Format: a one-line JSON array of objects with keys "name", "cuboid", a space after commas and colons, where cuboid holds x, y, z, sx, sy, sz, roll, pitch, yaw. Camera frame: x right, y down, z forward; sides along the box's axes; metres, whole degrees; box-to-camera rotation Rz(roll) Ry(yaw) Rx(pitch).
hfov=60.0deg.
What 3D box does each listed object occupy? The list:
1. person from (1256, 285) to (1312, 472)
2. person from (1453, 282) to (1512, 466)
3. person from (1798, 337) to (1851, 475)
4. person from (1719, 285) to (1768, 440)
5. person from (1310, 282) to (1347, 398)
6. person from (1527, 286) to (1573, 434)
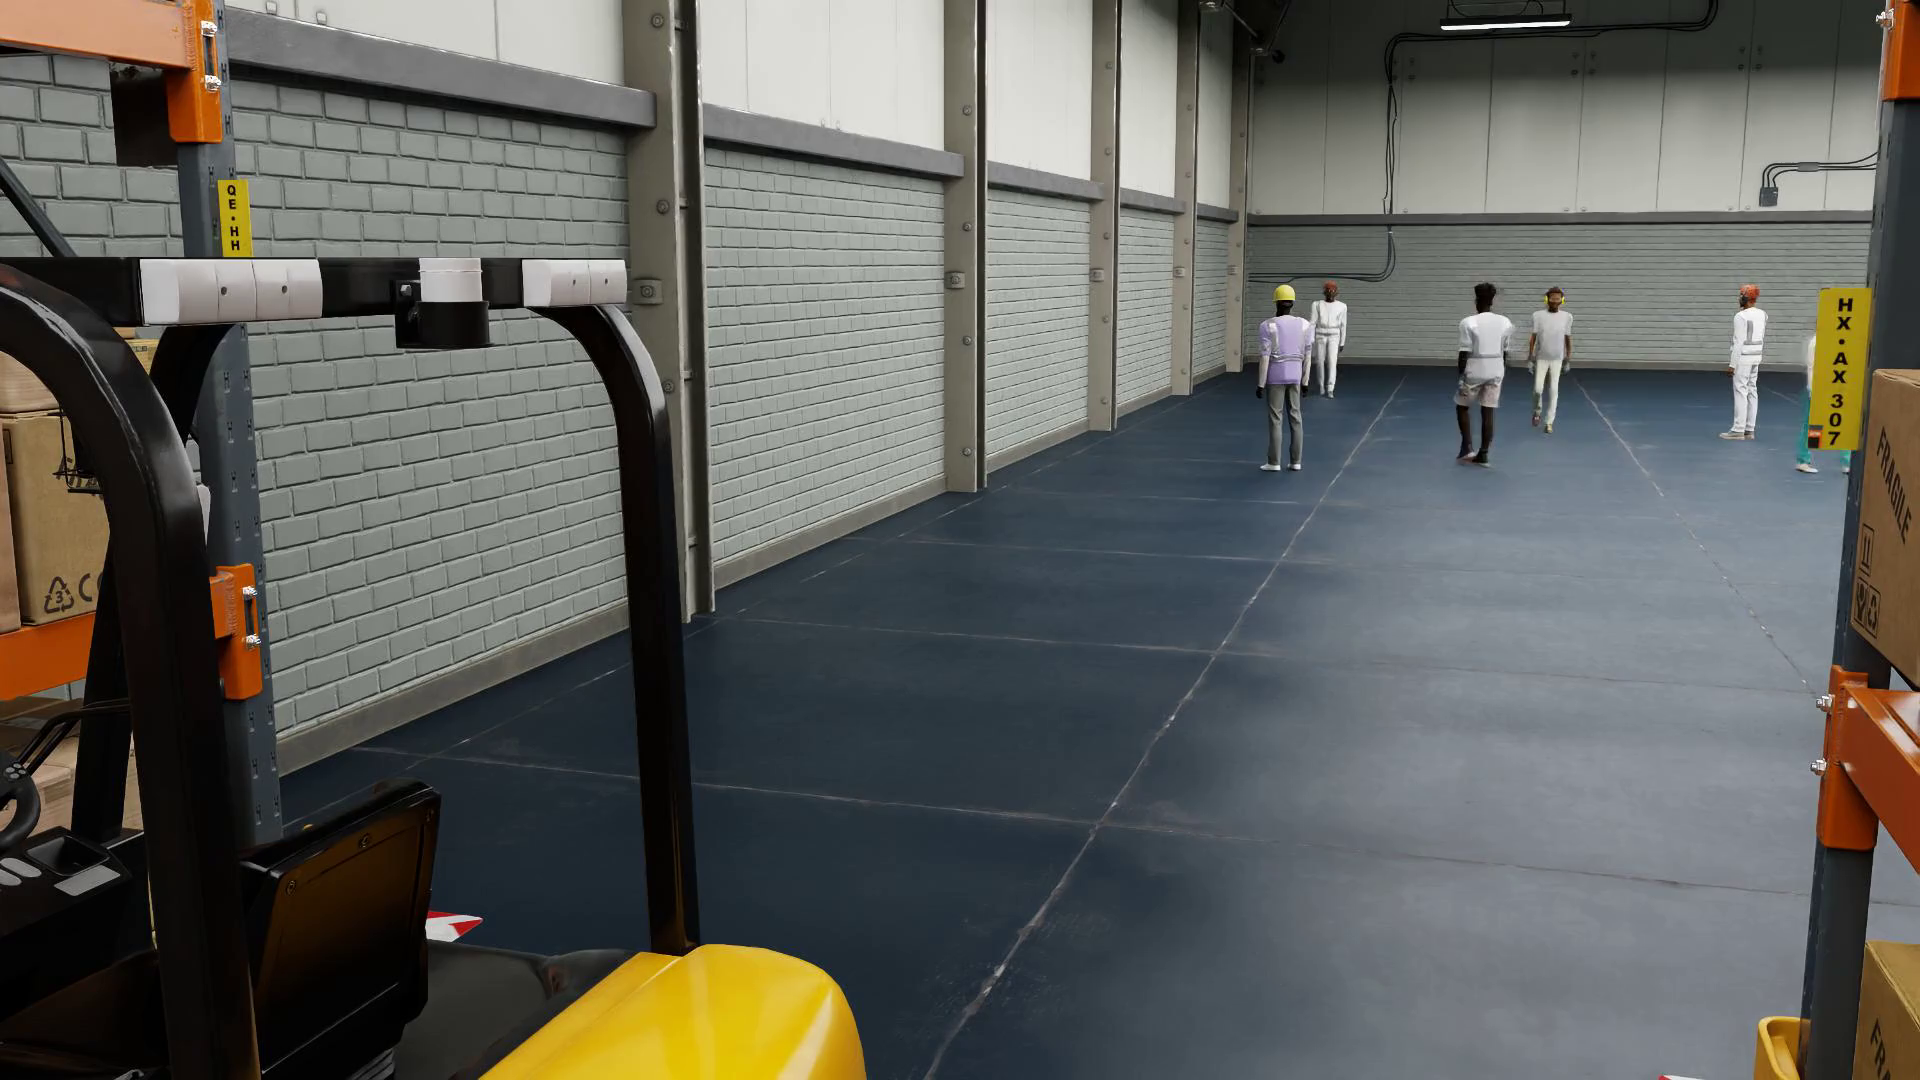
[{"name": "person", "cuboid": [3.328, -1.662, 17.174, 0.593, 1.925, 0.384, -3, 10, -16]}, {"name": "person", "cuboid": [5.527, -1.758, 17.703, 0.606, 1.948, 0.495, -1, 10, -7]}, {"name": "person", "cuboid": [8.818, -1.501, 16.761, 0.552, 1.726, 0.861, -2, 10, -12]}, {"name": "person", "cuboid": [9.568, -2.161, 20.283, 0.576, 1.882, 0.355, -7, 12, -35]}, {"name": "person", "cuboid": [5.896, -3.216, 26.682, 0.575, 1.851, 0.892, 2, 10, 14]}, {"name": "person", "cuboid": [7.475, -2.287, 21.097, 0.539, 1.860, 0.506, 2, 10, 13]}]
